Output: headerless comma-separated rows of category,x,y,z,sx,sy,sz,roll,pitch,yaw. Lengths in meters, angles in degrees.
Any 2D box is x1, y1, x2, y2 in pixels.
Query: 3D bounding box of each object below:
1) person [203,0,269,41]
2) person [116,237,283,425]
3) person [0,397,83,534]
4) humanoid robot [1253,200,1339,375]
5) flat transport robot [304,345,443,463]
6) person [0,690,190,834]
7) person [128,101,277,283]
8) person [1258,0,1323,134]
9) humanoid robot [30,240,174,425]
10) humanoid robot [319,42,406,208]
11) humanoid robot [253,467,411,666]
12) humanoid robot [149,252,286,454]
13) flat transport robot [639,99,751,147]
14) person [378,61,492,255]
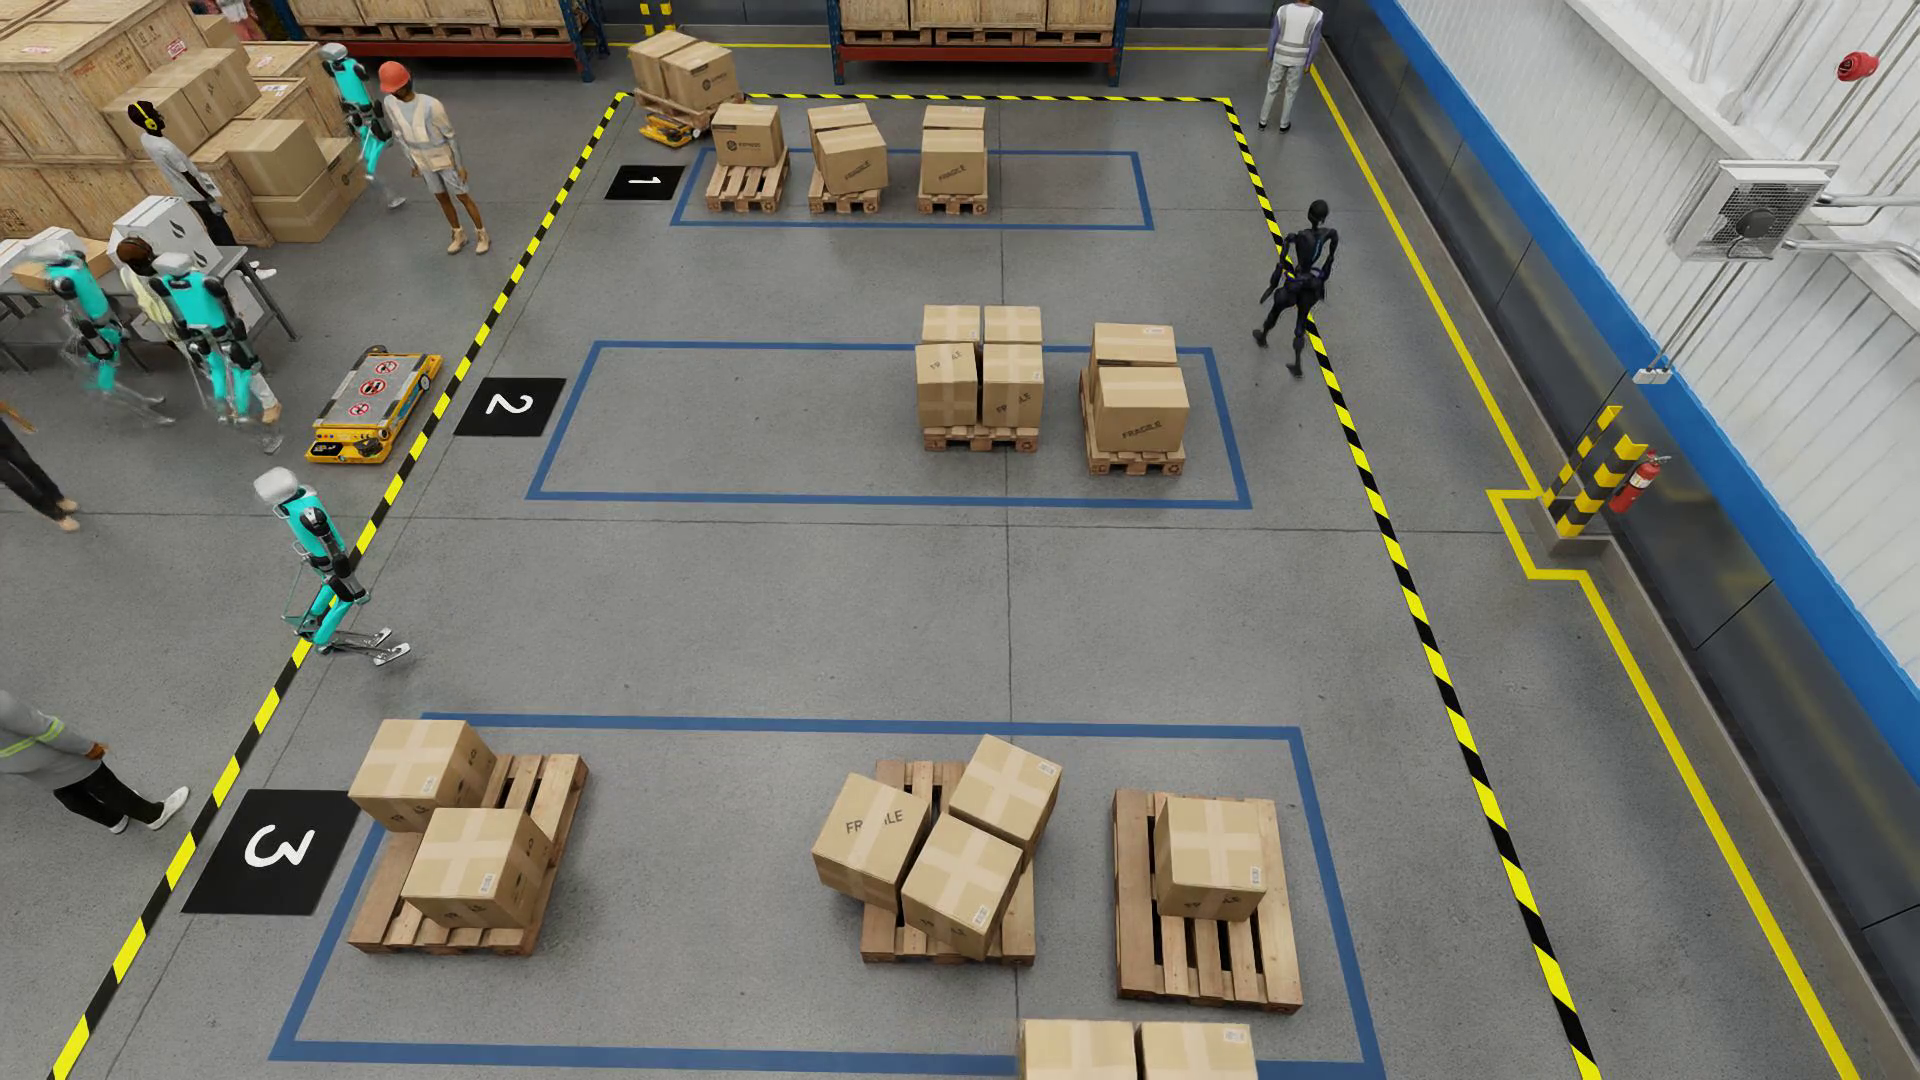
person,-9.550,-6.836,12.082,0.503,1.900,0.613,7,50,6
person,-6.497,-1.762,7.833,0.630,1.834,0.430,-1,50,0
person,-7.421,-0.780,7.008,0.712,1.819,0.531,18,52,15
humanoid robot,3.129,-2.336,8.453,0.613,1.627,0.780,-8,50,-7
flat transport robot,-5.383,-1.269,8.441,0.659,0.231,1.431,1,50,1
person,-5.339,1.190,5.326,0.587,1.847,0.397,-1,50,-1
person,-7.686,-3.485,9.267,0.509,1.872,0.329,25,54,20
person,4.124,-6.026,11.448,0.588,1.822,0.403,19,52,15
humanoid robot,-7.456,-1.677,7.828,0.817,1.771,0.551,-16,52,-13
humanoid robot,-6.669,-4.437,10.215,0.546,1.877,0.746,14,51,12
humanoid robot,-4.295,0.303,6.060,0.533,1.677,0.735,33,57,25
humanoid robot,-6.169,-1.407,7.628,0.546,1.810,0.802,1,50,1
flat transport robot,-3.504,-5.651,12.130,0.652,0.197,1.431,27,55,21
person,-5.463,-3.925,9.534,0.605,2.033,0.388,3,50,3
